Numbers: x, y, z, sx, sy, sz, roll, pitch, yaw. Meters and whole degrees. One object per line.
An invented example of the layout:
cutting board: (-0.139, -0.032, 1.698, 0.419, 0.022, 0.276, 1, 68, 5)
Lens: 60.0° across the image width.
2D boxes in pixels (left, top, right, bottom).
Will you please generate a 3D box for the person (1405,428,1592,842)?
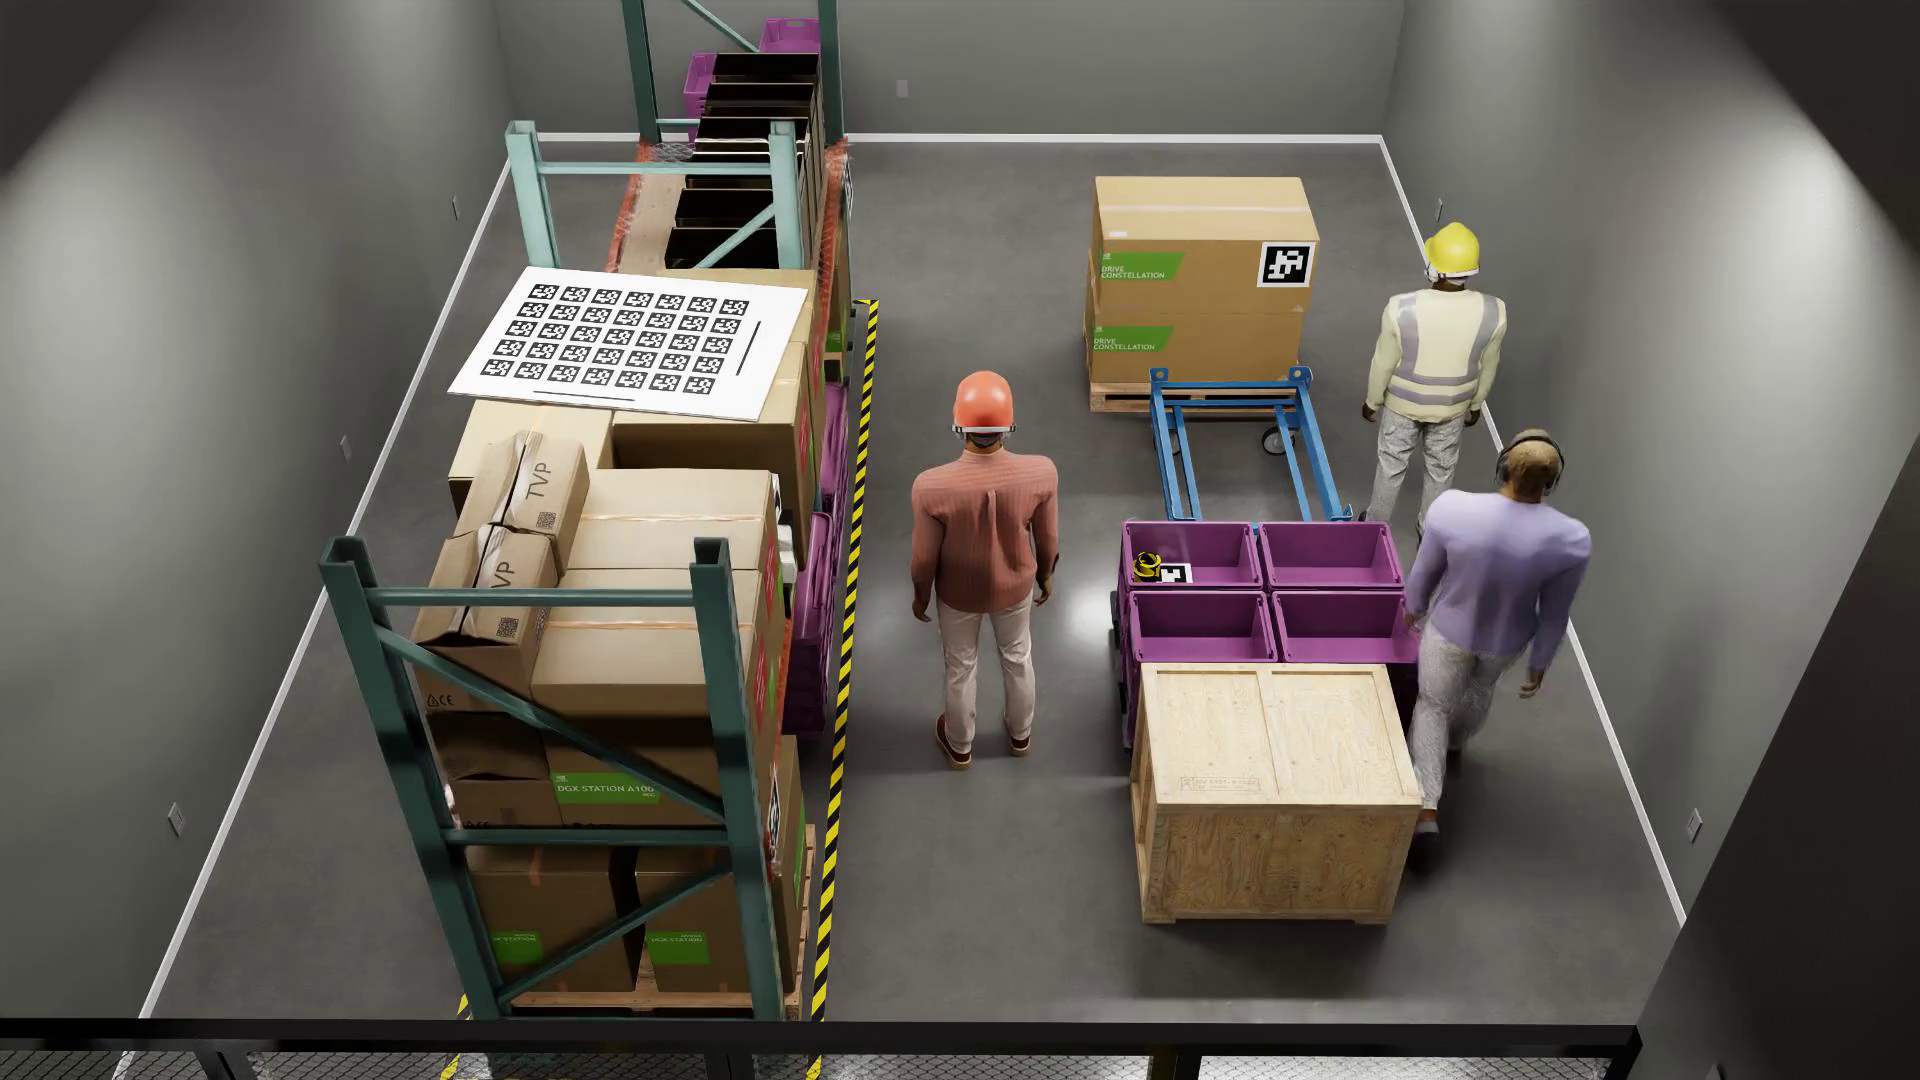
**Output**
person: (2.095, 0.402, 6.686, 0.623, 1.909, 0.898, 8, 42, 10)

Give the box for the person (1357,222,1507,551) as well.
person: (2.238, -0.701, 7.989, 0.586, 1.837, 0.404, 3, 41, 3)

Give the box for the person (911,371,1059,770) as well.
person: (0.094, 0.154, 6.896, 0.621, 1.992, 0.397, -9, 42, -10)
